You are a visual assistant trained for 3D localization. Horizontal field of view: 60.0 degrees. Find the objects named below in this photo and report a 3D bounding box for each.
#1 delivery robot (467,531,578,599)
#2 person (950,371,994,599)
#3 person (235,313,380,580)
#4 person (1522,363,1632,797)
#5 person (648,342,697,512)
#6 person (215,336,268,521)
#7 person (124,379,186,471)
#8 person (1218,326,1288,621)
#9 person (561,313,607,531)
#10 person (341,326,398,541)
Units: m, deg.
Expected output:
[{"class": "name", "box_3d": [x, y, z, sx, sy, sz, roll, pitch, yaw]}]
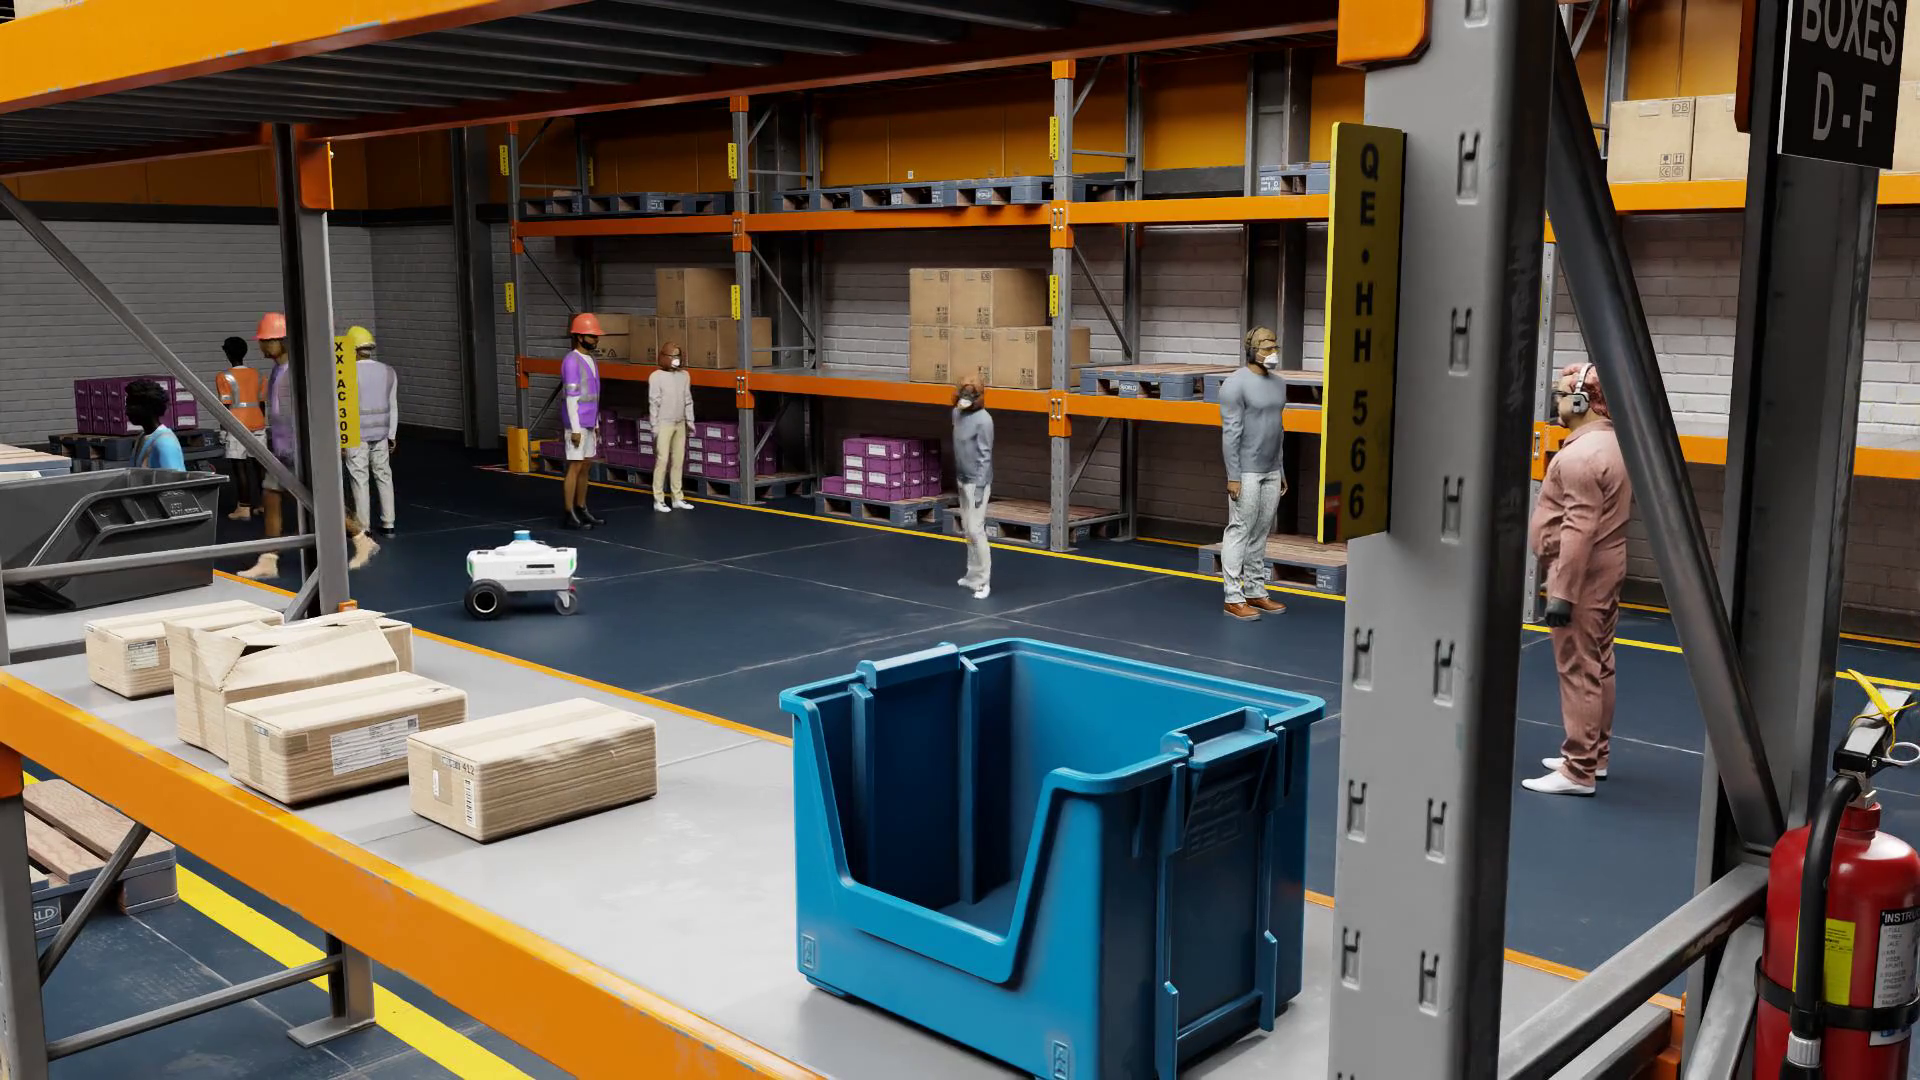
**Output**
[{"class": "delivery robot", "box_3d": [-2.930, 0.180, 11.164, 0.707, 0.478, 0.477, -2, 9, -11]}, {"class": "person", "box_3d": [0.052, -0.400, 11.786, 0.346, 1.607, 0.655, -4, 10, -24]}, {"class": "person", "box_3d": [-4.923, -0.706, 12.489, 1.014, 2.007, 0.625, -7, 12, -38]}, {"class": "person", "box_3d": [2.723, 0.175, 7.354, 0.399, 1.908, 0.643, 7, 11, 35]}, {"class": "person", "box_3d": [-2.764, -1.081, 15.917, 0.279, 1.626, 0.508, 7, 11, 36]}, {"class": "person", "box_3d": [-6.621, -1.029, 15.361, 0.320, 1.698, 0.538, 5, 10, 26]}, {"class": "person", "box_3d": [-4.626, -0.095, 9.683, 0.327, 1.687, 0.536, -7, 12, -37]}, {"class": "person", "box_3d": [1.966, -0.445, 11.054, 0.372, 1.940, 0.631, 9, 13, 43]}, {"class": "person", "box_3d": [-3.329, -1.047, 14.800, 0.411, 1.929, 0.548, 2, 9, 10]}, {"class": "person", "box_3d": [-5.072, -0.900, 14.167, 0.404, 1.829, 0.602, 7, 11, 36]}]
